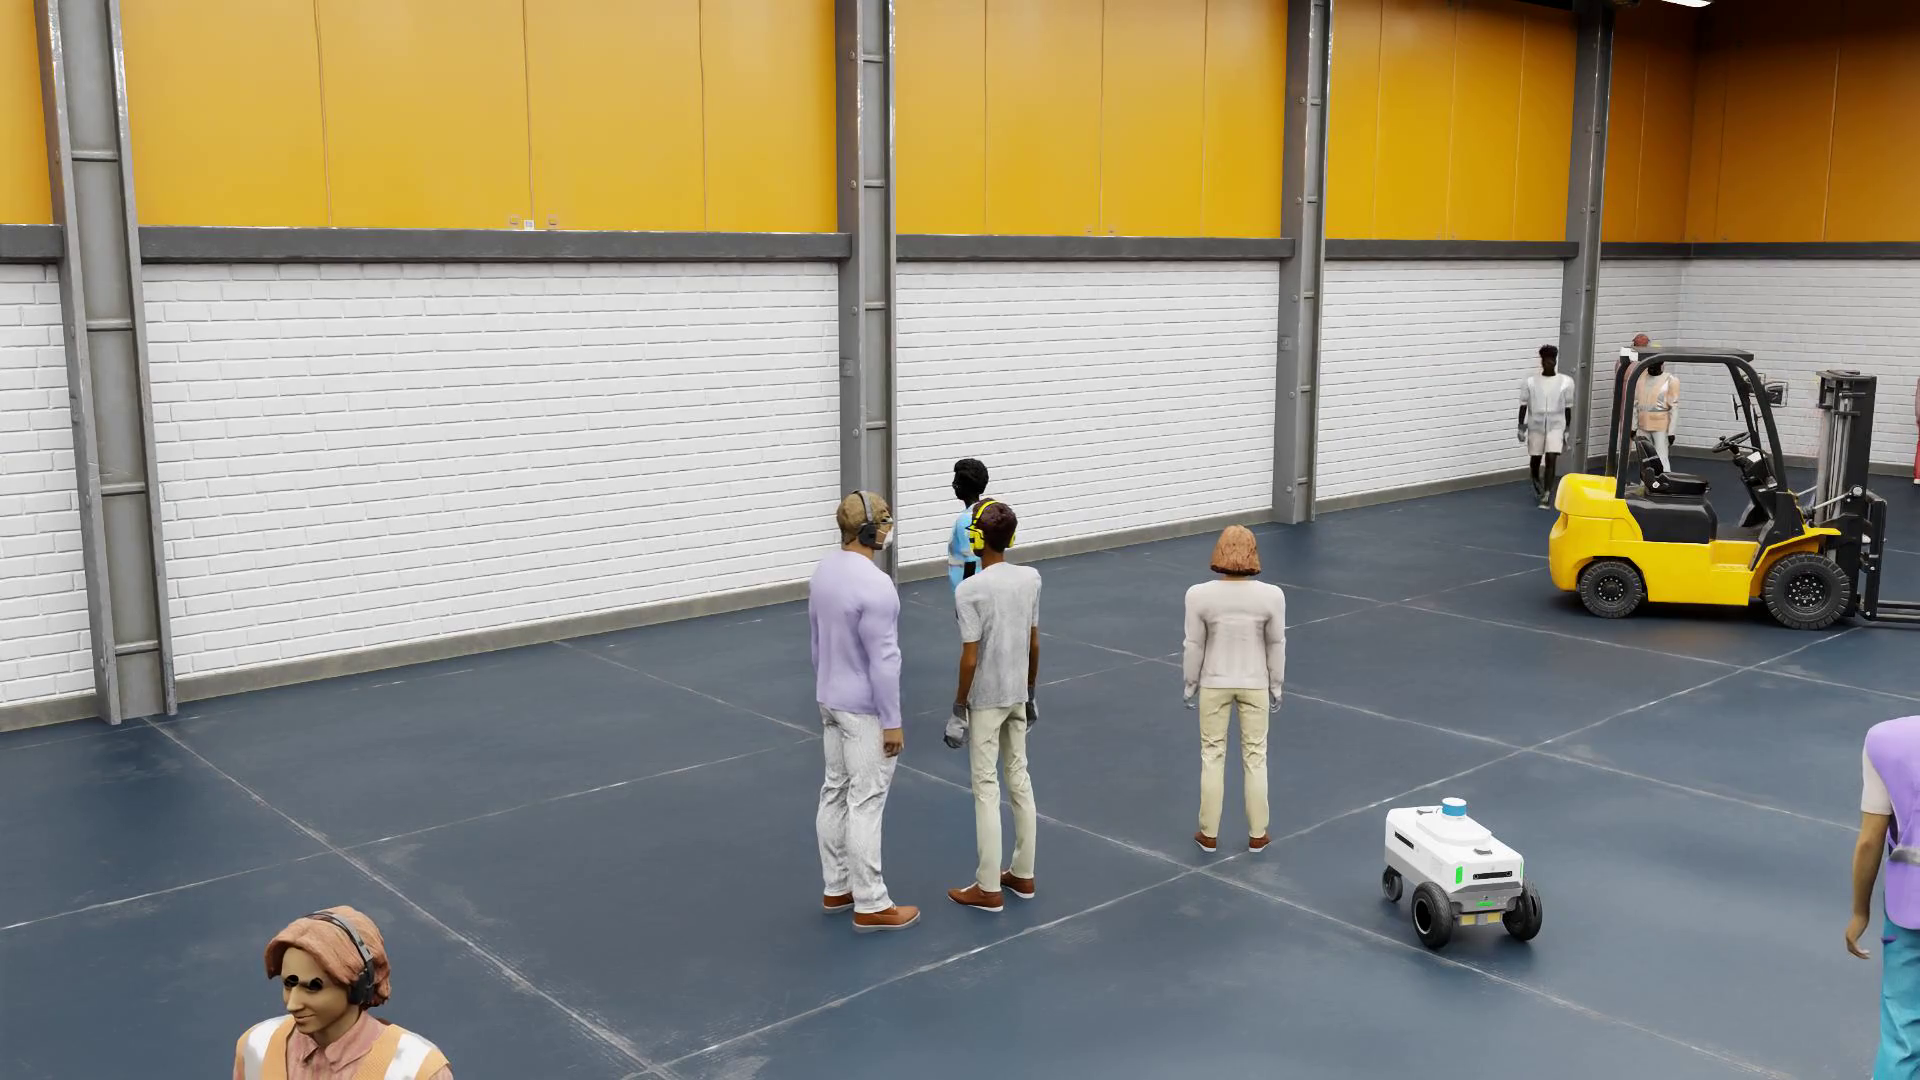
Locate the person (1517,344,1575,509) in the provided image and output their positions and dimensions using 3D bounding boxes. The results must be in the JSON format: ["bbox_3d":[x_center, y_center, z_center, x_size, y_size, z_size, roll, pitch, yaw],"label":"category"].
[{"bbox_3d":[6.923,-1.364,19.672,0.602,1.933,0.866,4,10,21],"label":"person"}]

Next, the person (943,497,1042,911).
[{"bbox_3d":[0.148,0.739,7.509,0.519,1.874,0.326,-9,13,-41],"label":"person"}]

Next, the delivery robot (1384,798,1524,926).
[{"bbox_3d":[2.165,1.380,7.327,0.477,0.478,0.707,-2,10,-12],"label":"delivery robot"}]

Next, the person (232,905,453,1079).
[{"bbox_3d":[-1.271,1.546,3.458,0.513,1.641,0.307,2,10,12],"label":"person"}]

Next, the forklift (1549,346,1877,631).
[{"bbox_3d":[6.109,-0.478,13.691,2.313,2.155,1.214,3,10,16],"label":"forklift"}]

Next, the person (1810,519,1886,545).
[{"bbox_3d":[9.126,-0.807,16.972,0.817,1.737,0.527,5,11,27],"label":"person"}]

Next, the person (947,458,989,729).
[{"bbox_3d":[0.083,0.330,10.412,0.317,1.695,0.540,2,10,14],"label":"person"}]

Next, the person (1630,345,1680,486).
[{"bbox_3d":[8.152,-1.337,19.564,0.432,1.913,0.599,-5,11,-28],"label":"person"}]

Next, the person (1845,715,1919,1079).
[{"bbox_3d":[3.012,1.175,5.042,0.571,1.840,0.373,6,11,30],"label":"person"}]

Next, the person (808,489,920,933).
[{"bbox_3d":[-0.440,0.740,7.304,0.375,1.940,0.627,-6,11,-30],"label":"person"}]

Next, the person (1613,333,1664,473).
[{"bbox_3d":[9.117,-1.820,22.382,0.639,1.910,0.406,3,10,18],"label":"person"}]

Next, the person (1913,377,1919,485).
[{"bbox_3d":[12.495,-1.560,21.277,0.311,1.768,0.532,-7,12,-34],"label":"person"}]

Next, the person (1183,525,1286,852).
[{"bbox_3d":[1.349,0.737,8.213,0.498,1.634,0.281,1,10,6],"label":"person"}]
